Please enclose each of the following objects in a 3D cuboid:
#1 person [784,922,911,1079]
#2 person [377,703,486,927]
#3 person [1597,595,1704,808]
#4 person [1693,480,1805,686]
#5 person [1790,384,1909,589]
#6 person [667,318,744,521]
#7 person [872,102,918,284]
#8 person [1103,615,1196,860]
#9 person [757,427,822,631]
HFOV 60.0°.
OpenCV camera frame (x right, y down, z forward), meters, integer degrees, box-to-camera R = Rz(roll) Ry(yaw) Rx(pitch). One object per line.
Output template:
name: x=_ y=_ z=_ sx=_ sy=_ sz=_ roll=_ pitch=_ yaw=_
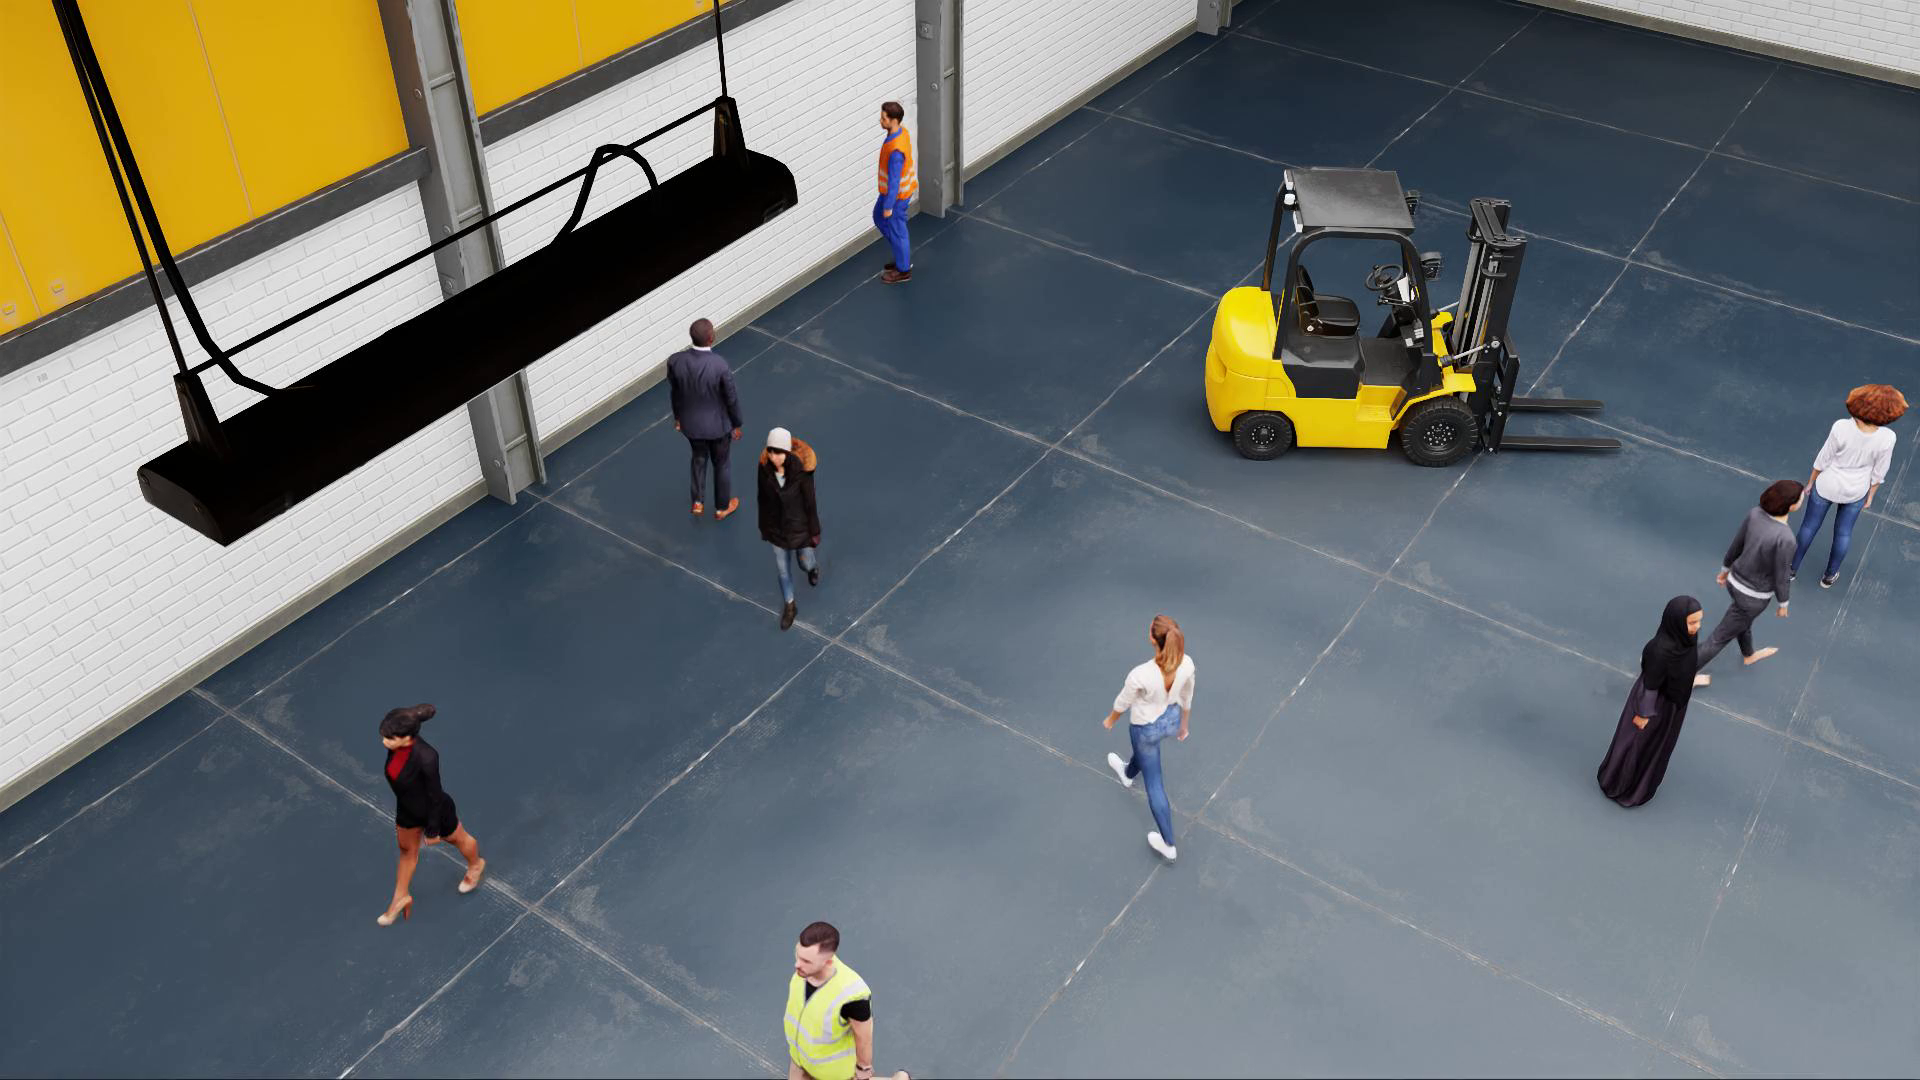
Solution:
person: x=-0.622 y=2.539 z=8.470 sx=1.141 sy=1.825 sz=0.842 roll=-30 pitch=48 yaw=-32
person: x=-3.084 y=1.563 z=9.862 sx=0.648 sy=1.613 sz=0.943 roll=28 pitch=47 yaw=31
person: x=4.434 y=0.997 z=10.569 sx=0.615 sy=1.615 sz=0.729 roll=-26 pitch=46 yaw=-29
person: x=5.273 y=0.350 z=11.290 sx=1.119 sy=1.726 sz=1.037 roll=-8 pitch=39 yaw=-10
person: x=6.500 y=-0.406 z=12.248 sx=0.677 sy=1.711 sz=0.644 roll=16 pitch=41 yaw=19
person: x=-1.965 y=-0.851 z=12.728 sx=0.814 sy=1.808 sz=0.834 roll=10 pitch=40 yaw=12
person: x=-0.527 y=-3.281 z=15.733 sx=0.911 sy=1.854 sz=0.834 roll=-3 pitch=39 yaw=-3
person: x=1.235 y=1.231 z=10.230 sx=1.170 sy=1.671 sz=1.023 roll=-19 pitch=42 yaw=-22
person: x=-1.202 y=-0.142 z=11.987 sx=0.823 sy=1.624 sz=0.960 roll=6 pitch=39 yaw=8
